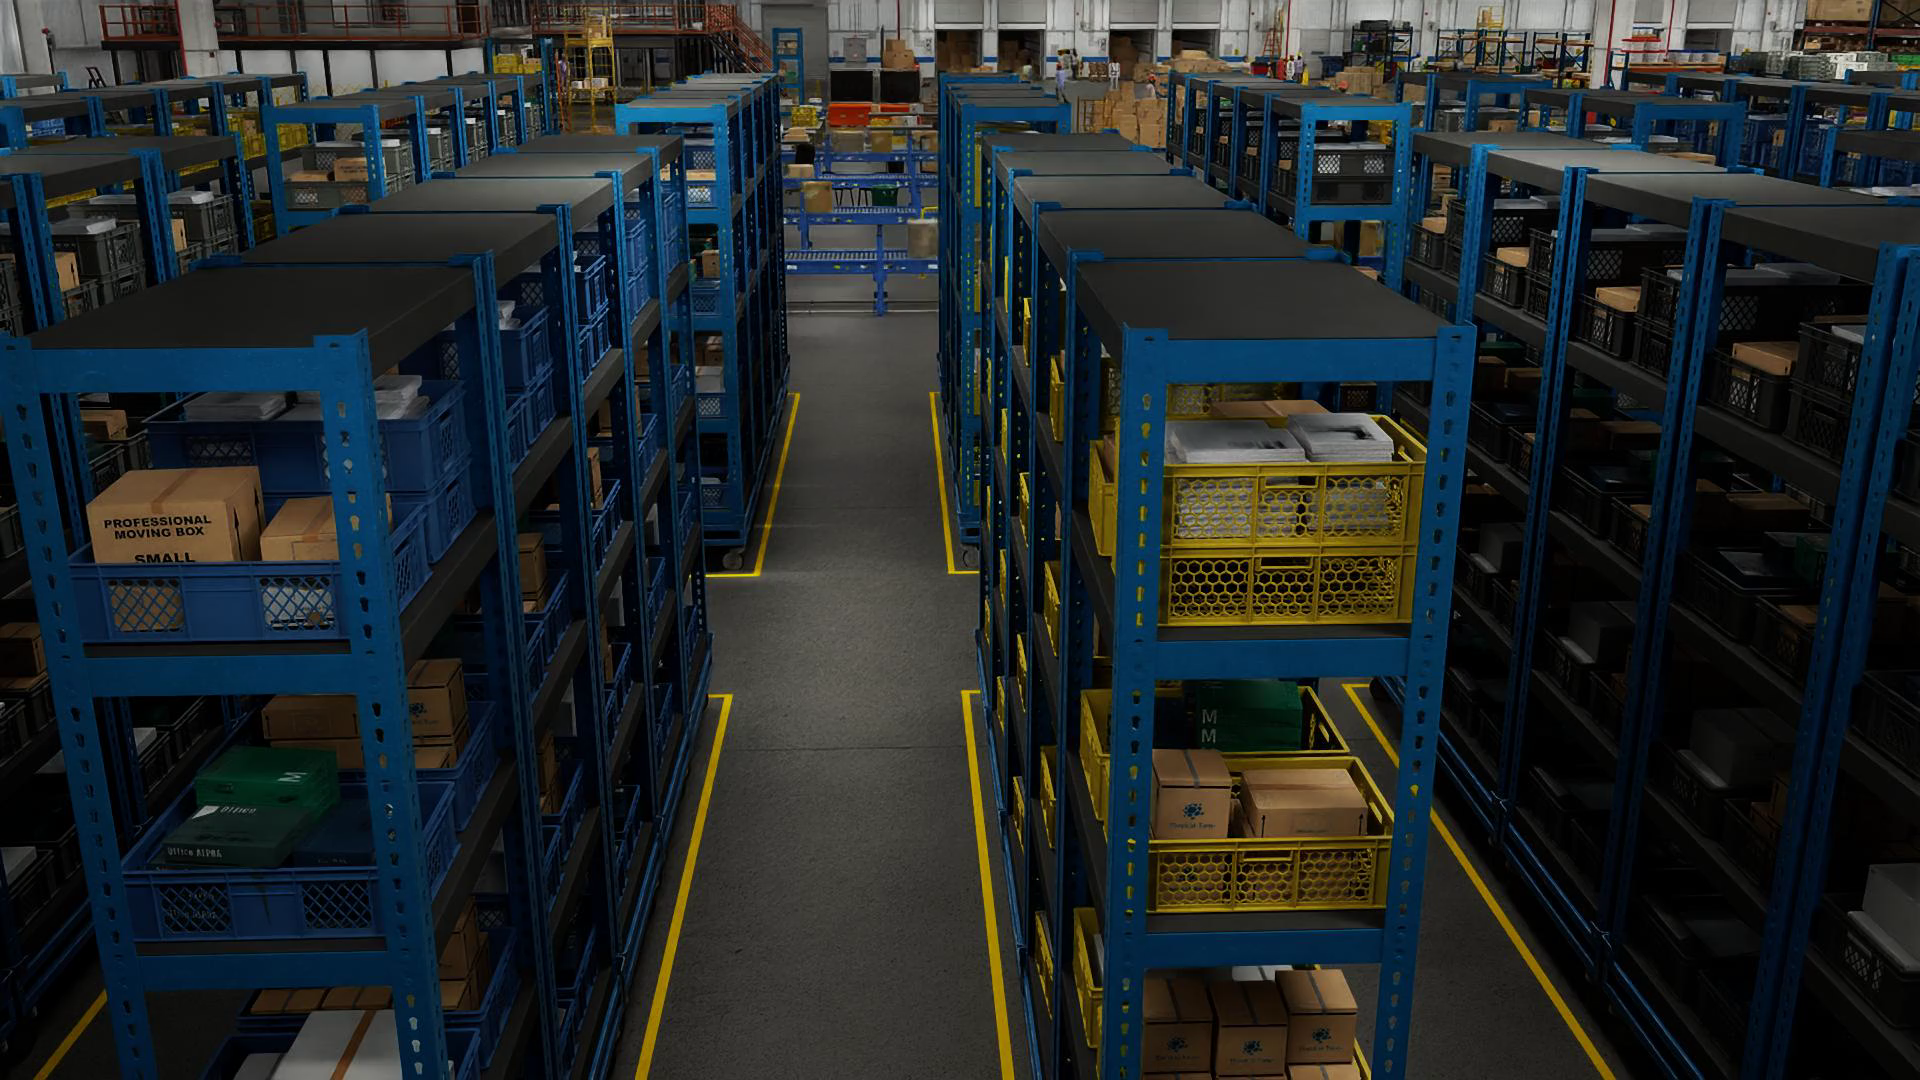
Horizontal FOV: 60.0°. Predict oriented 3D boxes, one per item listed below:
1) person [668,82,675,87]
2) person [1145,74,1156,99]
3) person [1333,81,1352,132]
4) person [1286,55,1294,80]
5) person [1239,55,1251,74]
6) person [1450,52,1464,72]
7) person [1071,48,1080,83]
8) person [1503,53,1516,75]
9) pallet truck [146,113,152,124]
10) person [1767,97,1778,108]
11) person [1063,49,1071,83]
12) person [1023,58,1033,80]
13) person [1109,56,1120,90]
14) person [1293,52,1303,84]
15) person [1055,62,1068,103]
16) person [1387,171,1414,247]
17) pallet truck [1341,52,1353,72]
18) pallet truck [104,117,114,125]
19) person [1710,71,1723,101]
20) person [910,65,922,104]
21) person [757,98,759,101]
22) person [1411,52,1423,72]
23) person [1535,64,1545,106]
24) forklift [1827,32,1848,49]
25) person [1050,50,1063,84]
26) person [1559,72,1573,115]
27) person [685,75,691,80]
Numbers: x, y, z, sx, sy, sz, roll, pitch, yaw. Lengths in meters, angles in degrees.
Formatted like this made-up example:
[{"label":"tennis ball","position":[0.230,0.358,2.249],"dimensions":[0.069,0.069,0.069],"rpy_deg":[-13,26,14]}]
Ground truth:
[{"label":"person","position":[-9.692,-14.564,56.166],"dimensions":[0.306,1.736,0.484],"rpy_deg":[-2,18,-7]},{"label":"person","position":[6.446,-14.729,56.259],"dimensions":[0.378,1.996,0.611],"rpy_deg":[-5,19,-15]},{"label":"person","position":[11.819,-13.166,51.412],"dimensions":[0.620,2.014,0.935],"rpy_deg":[1,18,4]},{"label":"person","position":[16.017,-22.546,80.628],"dimensions":[0.338,1.882,0.583],"rpy_deg":[-5,19,-16]},{"label":"person","position":[13.393,-21.843,78.364],"dimensions":[0.635,1.937,0.352],"rpy_deg":[-7,19,-21]},{"label":"person","position":[23.873,-22.376,79.850],"dimensions":[0.690,2.000,0.625],"rpy_deg":[16,24,41]},{"label":"person","position":[6.442,-26.503,92.898],"dimensions":[0.631,1.867,0.595],"rpy_deg":[-11,21,-30]},{"label":"person","position":[27.880,-23.764,84.395],"dimensions":[0.595,1.887,0.968],"rpy_deg":[4,18,12]},{"label":"pallet truck","position":[-18.087,-8.309,36.390],"dimensions":[1.885,1.965,0.823],"rpy_deg":[-1,18,-4]},{"label":"person","position":[28.305,-15.239,57.930],"dimensions":[0.630,1.940,0.371],"rpy_deg":[-13,22,-36]},{"label":"person","position":[5.963,-26.330,92.407],"dimensions":[0.429,1.841,0.633],"rpy_deg":[-1,18,-4]},{"label":"person","position":[3.095,-20.951,75.670],"dimensions":[0.440,1.905,0.598],"rpy_deg":[-14,23,-38]},{"label":"person","position":[7.303,-21.911,78.667],"dimensions":[0.575,1.882,0.355],"rpy_deg":[-6,19,-17]},{"label":"person","position":[17.030,-23.572,83.750],"dimensions":[0.585,1.921,0.389],"rpy_deg":[-10,21,-29]},{"label":"person","position":[4.248,-19.143,70.043],"dimensions":[0.549,1.915,0.736],"rpy_deg":[-9,20,-25]},{"label":"person","position":[7.042,-5.017,26.466],"dimensions":[0.600,1.830,0.403],"rpy_deg":[-4,18,-12]},{"label":"pallet truck","position":[18.794,-23.123,82.231],"dimensions":[0.823,1.965,1.885],"rpy_deg":[-13,22,-35]},{"label":"pallet truck","position":[-18.367,-7.885,35.078],"dimensions":[1.885,1.965,0.823],"rpy_deg":[1,18,2]},{"label":"person","position":[32.206,-19.413,71.039],"dimensions":[0.470,1.820,0.635],"rpy_deg":[-12,21,-32]},{"label":"person","position":[-1.729,-18.236,67.272],"dimensions":[0.572,1.884,0.979],"rpy_deg":[-14,22,-36]},{"label":"person","position":[-6.414,-13.649,53.010],"dimensions":[0.357,1.936,0.551],"rpy_deg":[1,18,3]},{"label":"person","position":[23.012,-23.575,83.707],"dimensions":[0.605,1.951,0.383],"rpy_deg":[15,23,39]},{"label":"person","position":[24.096,-18.861,69.276],"dimensions":[0.503,1.861,0.331],"rpy_deg":[-9,20,-27]},{"label":"forklift","position":[46.026,-25.320,87.616],"dimensions":[1.129,2.768,1.873],"rpy_deg":[-1,18,-2]},{"label":"person","position":[5.319,-25.706,90.485],"dimensions":[0.913,1.830,0.554],"rpy_deg":[6,19,17]},{"label":"person","position":[24.108,-17.733,66.050],"dimensions":[0.324,1.689,0.544],"rpy_deg":[-1,18,-2]},{"label":"person","position":[-9.721,-16.029,60.585],"dimensions":[0.790,1.810,0.589],"rpy_deg":[1,18,4]}]
